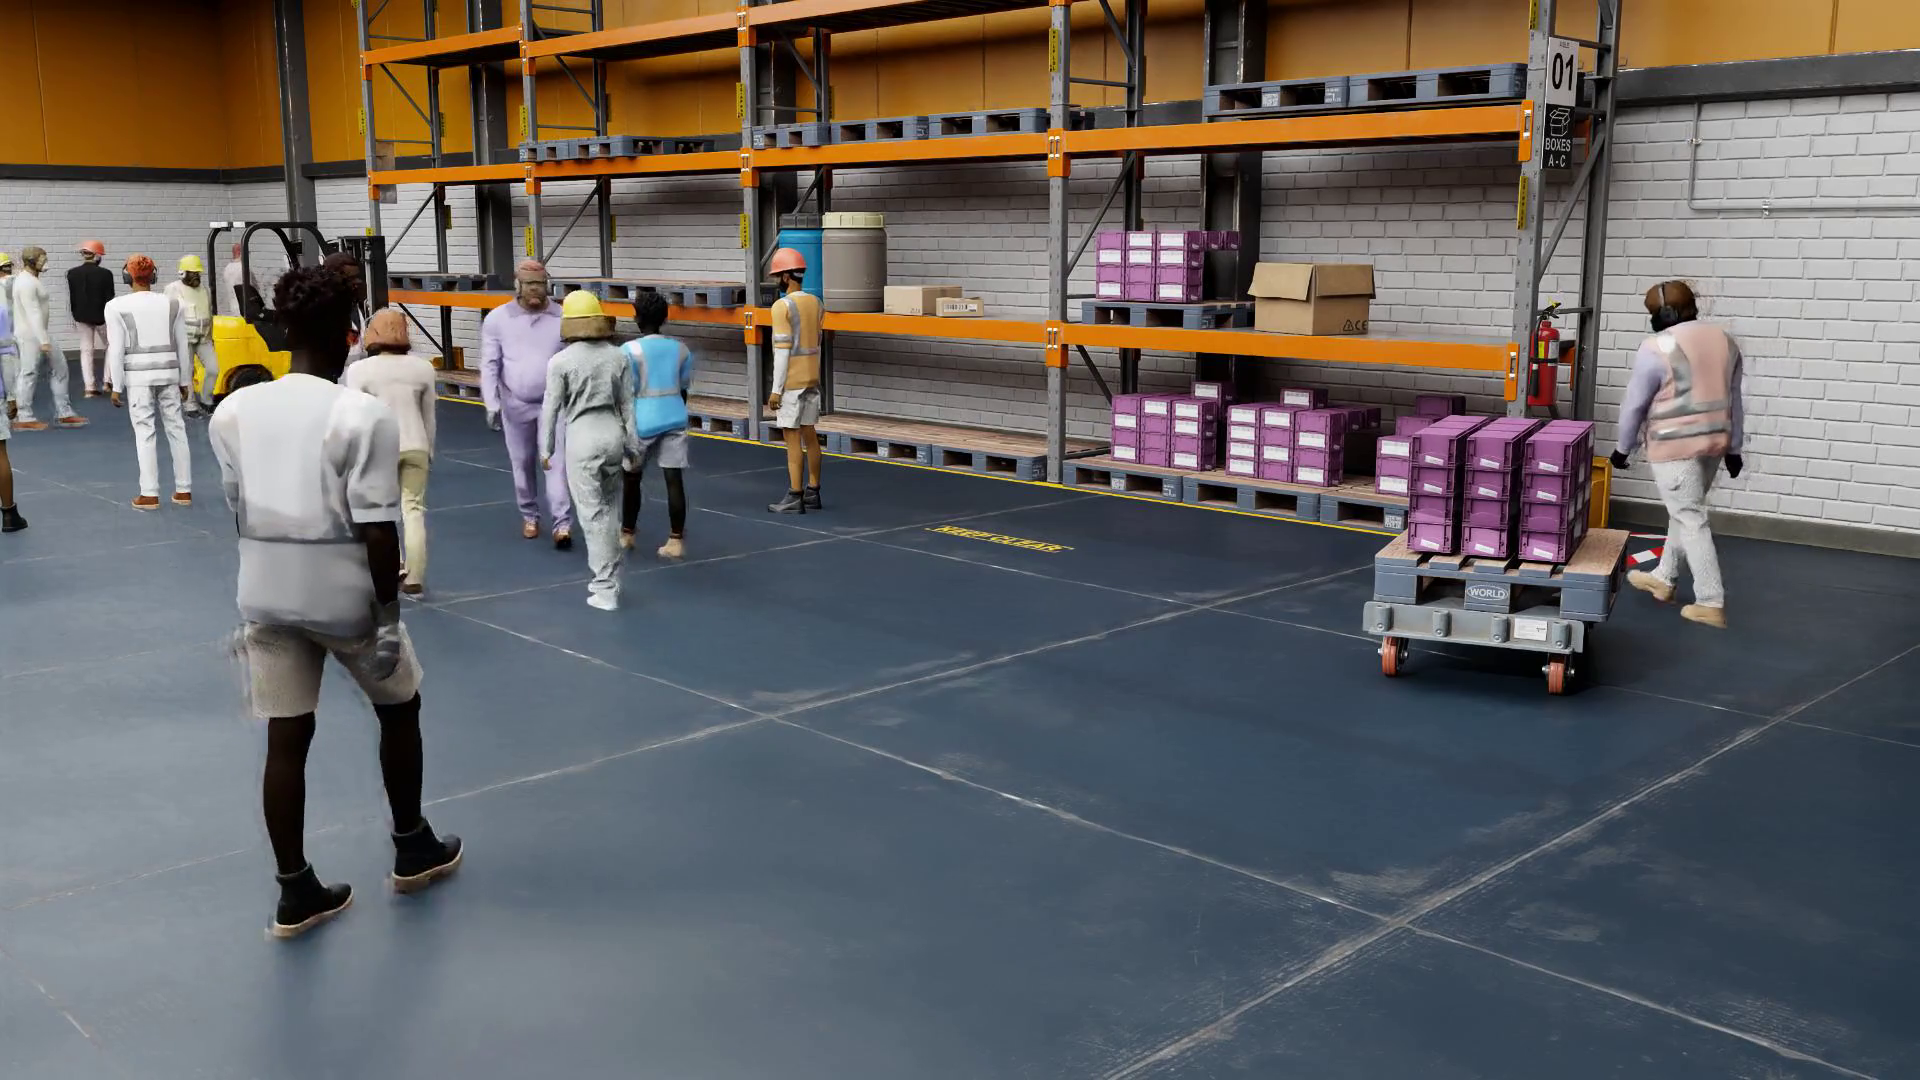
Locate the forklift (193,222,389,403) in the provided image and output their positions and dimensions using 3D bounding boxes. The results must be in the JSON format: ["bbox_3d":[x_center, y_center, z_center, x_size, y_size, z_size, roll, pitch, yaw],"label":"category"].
[{"bbox_3d":[-8.169,-2.758,20.163,2.313,2.155,1.214,-10,14,-44],"label":"forklift"}]

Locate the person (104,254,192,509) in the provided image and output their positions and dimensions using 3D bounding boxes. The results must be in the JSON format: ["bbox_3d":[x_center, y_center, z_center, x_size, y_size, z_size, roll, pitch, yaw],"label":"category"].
[{"bbox_3d":[-6.008,-1.168,12.345,0.362,1.883,0.575,10,14,43],"label":"person"}]

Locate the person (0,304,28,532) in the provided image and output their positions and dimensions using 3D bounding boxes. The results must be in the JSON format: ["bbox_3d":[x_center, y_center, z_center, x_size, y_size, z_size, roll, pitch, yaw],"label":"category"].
[{"bbox_3d":[-6.698,-0.999,11.281,0.547,1.934,0.376,-4,11,-20],"label":"person"}]

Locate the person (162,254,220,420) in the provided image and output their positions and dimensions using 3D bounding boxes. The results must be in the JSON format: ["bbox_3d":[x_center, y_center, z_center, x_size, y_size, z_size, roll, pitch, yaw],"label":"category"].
[{"bbox_3d":[-8.416,-2.215,18.245,0.434,1.810,0.589,7,13,35],"label":"person"}]

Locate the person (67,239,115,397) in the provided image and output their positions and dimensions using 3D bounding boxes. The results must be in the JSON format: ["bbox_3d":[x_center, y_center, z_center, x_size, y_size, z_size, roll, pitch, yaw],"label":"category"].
[{"bbox_3d":[-10.869,-2.777,20.898,0.632,1.968,0.584,0,10,-3],"label":"person"}]

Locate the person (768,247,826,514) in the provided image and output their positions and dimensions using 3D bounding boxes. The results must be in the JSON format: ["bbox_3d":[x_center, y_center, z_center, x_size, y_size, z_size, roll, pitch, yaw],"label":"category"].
[{"bbox_3d":[-1.214,-1.154,12.125,0.361,1.935,0.544,6,12,28],"label":"person"}]

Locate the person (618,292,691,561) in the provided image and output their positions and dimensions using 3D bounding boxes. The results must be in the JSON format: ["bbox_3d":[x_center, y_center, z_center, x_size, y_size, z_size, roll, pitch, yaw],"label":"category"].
[{"bbox_3d":[-1.974,-0.725,10.510,0.547,1.658,0.790,-9,14,-40],"label":"person"}]

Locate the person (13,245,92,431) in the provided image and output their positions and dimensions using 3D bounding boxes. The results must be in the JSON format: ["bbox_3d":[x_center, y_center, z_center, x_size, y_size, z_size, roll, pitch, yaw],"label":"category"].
[{"bbox_3d":[-9.438,-2.081,17.230,0.811,1.908,0.665,-4,11,-19],"label":"person"}]

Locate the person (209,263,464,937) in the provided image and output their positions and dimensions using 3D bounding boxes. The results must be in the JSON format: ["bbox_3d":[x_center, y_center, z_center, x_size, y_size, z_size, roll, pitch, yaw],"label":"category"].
[{"bbox_3d":[-1.849,0.155,4.985,0.610,1.939,0.797,2,11,10],"label":"person"}]

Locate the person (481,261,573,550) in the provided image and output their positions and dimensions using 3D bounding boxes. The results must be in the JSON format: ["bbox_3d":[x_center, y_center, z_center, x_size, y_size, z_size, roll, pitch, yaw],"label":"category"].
[{"bbox_3d":[-2.770,-0.875,10.838,0.647,1.854,1.010,-3,11,-14],"label":"person"}]

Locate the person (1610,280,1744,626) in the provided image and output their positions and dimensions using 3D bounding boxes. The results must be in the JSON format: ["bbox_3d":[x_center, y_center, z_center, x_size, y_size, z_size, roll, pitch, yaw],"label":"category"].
[{"bbox_3d":[3.777,-0.476,8.849,0.660,1.784,0.885,-5,11,-24],"label":"person"}]

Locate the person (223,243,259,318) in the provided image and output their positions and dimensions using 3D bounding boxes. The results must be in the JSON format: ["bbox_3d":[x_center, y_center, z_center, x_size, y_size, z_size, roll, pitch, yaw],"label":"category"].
[{"bbox_3d":[-10.424,-3.367,24.263,0.641,1.912,0.410,9,13,39],"label":"person"}]

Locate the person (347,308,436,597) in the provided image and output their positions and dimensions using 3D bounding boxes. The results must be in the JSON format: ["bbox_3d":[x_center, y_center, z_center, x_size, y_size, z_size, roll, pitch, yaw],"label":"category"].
[{"bbox_3d":[-3.151,-0.472,9.275,0.506,1.623,0.356,-7,13,-34],"label":"person"}]

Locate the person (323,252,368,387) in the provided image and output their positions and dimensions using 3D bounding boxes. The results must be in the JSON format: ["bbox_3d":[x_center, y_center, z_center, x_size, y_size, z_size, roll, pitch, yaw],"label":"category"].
[{"bbox_3d":[-3.938,-0.864,10.592,0.371,1.916,0.597,0,10,1],"label":"person"}]

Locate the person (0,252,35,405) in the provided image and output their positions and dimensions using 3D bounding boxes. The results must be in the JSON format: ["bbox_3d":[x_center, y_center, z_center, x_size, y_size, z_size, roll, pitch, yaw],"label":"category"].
[{"bbox_3d":[-11.352,-2.518,19.868,0.404,1.825,0.586,0,10,0],"label":"person"}]

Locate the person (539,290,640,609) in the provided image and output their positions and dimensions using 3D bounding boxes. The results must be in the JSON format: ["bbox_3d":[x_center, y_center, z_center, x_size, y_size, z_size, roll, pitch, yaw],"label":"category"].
[{"bbox_3d":[-2.036,-0.492,9.087,0.509,1.719,0.577,-9,14,-40],"label":"person"}]
